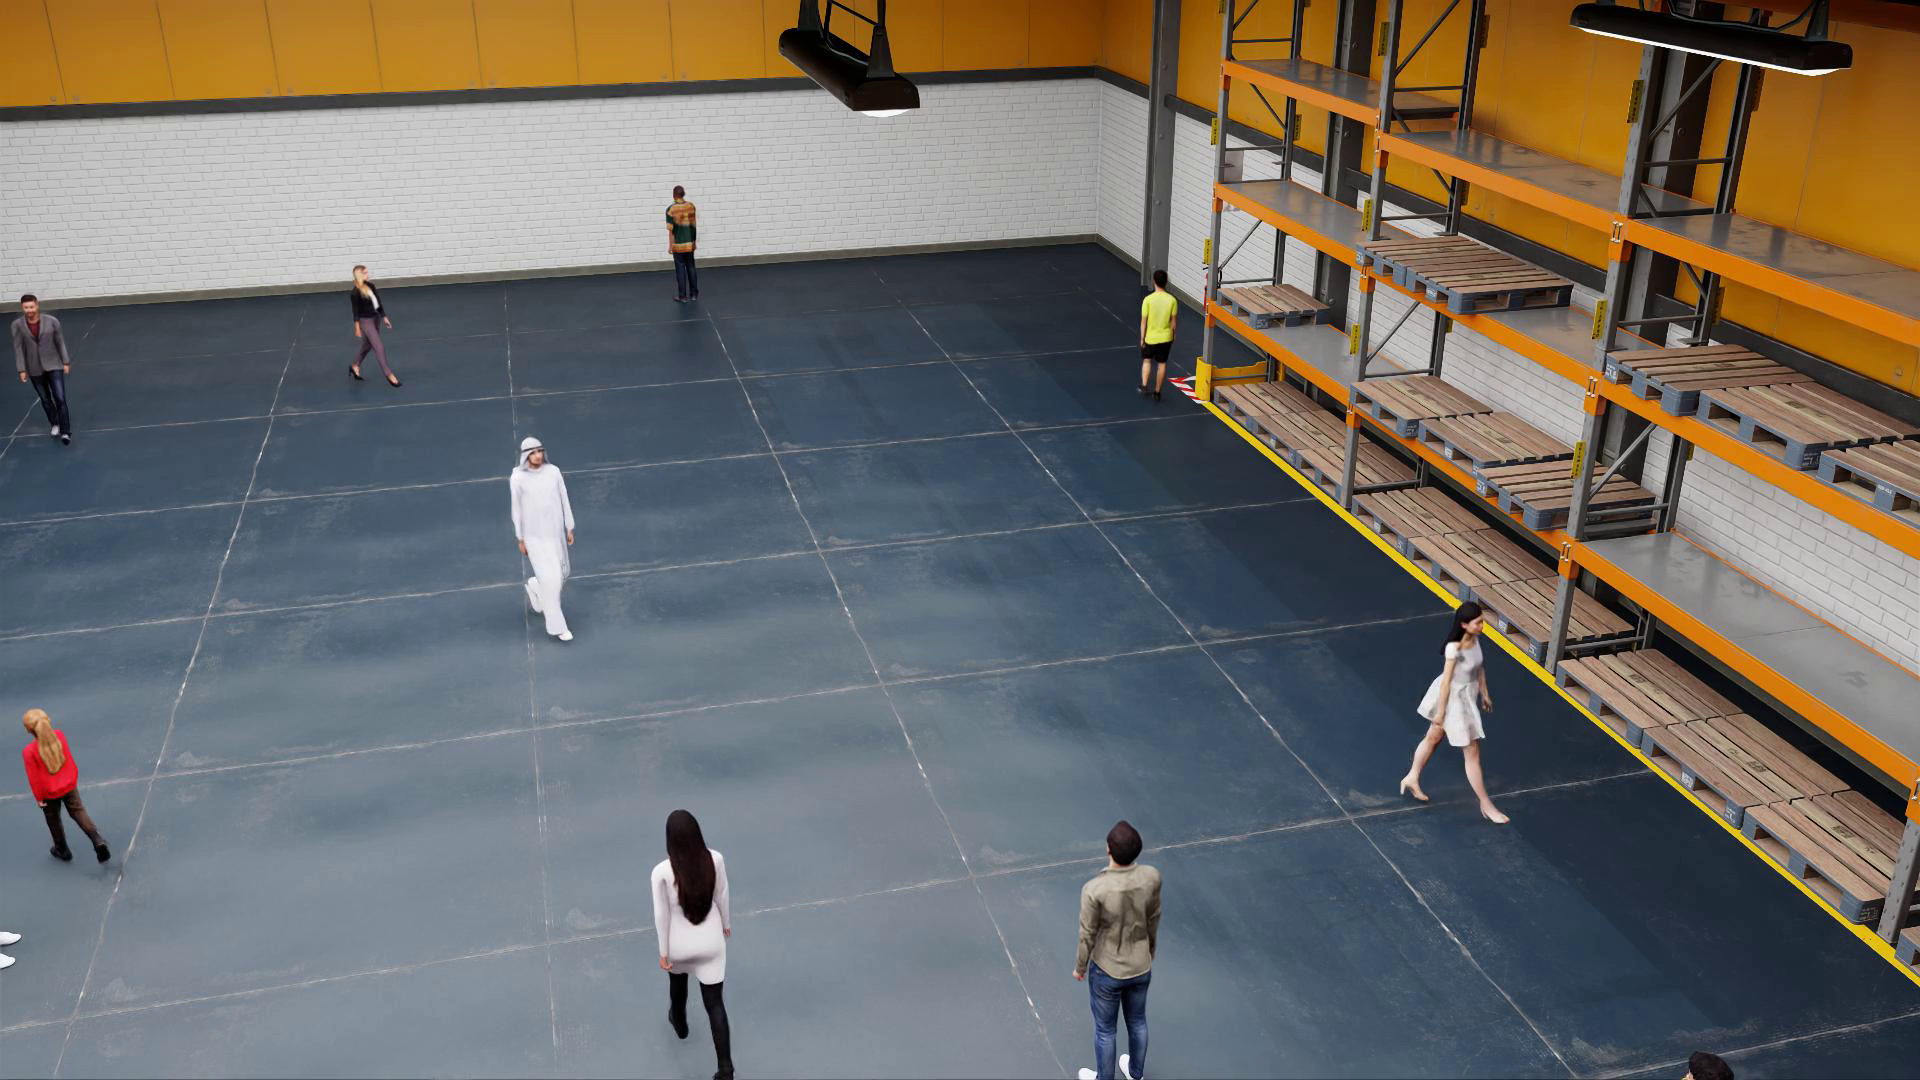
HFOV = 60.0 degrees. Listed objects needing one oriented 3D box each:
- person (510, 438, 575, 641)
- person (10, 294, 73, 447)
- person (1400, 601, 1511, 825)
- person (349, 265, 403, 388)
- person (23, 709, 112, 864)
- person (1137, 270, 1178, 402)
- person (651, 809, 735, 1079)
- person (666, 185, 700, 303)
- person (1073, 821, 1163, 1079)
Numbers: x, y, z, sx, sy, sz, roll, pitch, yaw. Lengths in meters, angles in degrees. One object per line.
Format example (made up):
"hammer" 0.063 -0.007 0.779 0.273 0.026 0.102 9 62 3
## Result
"person" -3.874 -0.059 15.360 0.998 1.897 1.235 -18 30 -36
"person" -11.040 -2.073 20.071 0.765 1.814 1.170 -9 25 -19
"person" 3.647 1.252 12.557 1.180 1.739 1.063 16 28 32
"person" -7.886 -2.809 21.989 0.987 1.625 1.084 5 24 12
"person" -6.435 1.785 11.925 0.871 1.270 0.797 14 27 28
"person" 2.568 -2.610 21.450 0.749 1.693 0.823 1 24 1
"person" -1.539 2.450 9.788 0.763 1.763 1.216 -10 26 -22
"person" -4.314 -4.627 25.921 0.799 1.807 0.798 -17 29 -34
"person" 0.932 2.458 9.643 0.729 1.864 0.629 -9 25 -20
